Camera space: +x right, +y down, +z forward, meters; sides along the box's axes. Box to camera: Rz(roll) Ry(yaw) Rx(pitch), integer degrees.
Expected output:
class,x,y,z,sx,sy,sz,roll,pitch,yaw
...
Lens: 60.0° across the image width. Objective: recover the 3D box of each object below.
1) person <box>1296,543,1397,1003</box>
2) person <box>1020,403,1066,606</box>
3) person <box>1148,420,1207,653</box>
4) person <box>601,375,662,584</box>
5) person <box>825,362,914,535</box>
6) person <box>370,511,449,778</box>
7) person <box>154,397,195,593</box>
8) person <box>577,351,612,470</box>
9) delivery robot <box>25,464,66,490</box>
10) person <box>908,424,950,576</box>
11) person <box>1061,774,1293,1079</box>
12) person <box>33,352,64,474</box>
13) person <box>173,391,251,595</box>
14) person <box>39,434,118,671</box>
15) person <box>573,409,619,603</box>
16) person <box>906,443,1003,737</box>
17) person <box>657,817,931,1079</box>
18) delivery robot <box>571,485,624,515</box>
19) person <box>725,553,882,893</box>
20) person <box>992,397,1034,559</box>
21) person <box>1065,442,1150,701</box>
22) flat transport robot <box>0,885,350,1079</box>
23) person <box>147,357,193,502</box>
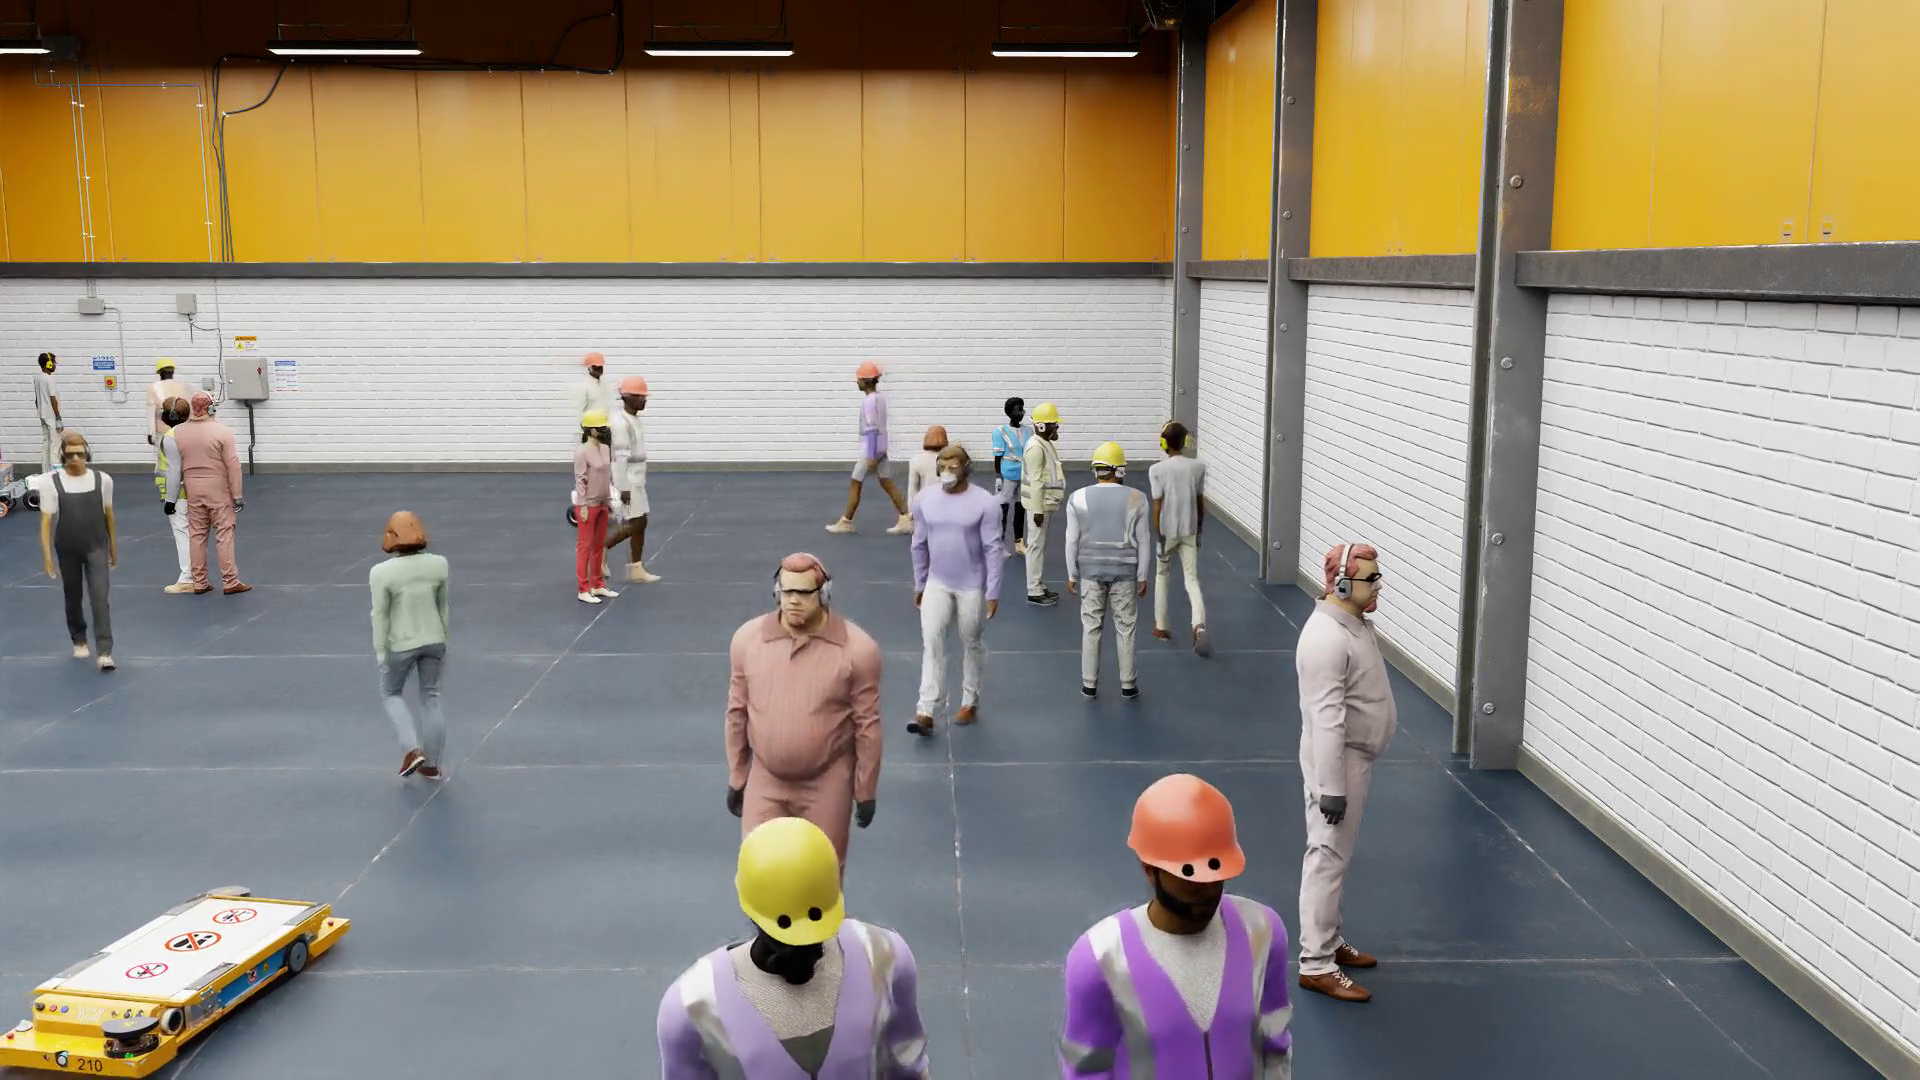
class,x,y,z,sx,sy,sz,roll,pitch,yaw
person,1.620,0.952,6.999,0.408,1.906,0.653,3,10,19
person,0.755,-0.329,15.078,0.404,1.834,0.591,2,9,10
person,1.762,-0.035,13.303,0.511,1.832,0.911,-1,9,-7
person,-3.209,-0.566,15.929,0.585,2.028,0.632,1,9,7
person,-1.002,-1.029,18.924,1.049,1.994,0.616,2,10,14
person,-3.253,0.631,9.865,0.500,1.622,0.343,-8,12,-40
person,-7.323,-0.426,15.644,0.428,1.846,0.626,-1,9,-4
person,-4.658,-1.428,21.343,0.443,1.981,0.645,4,10,23
delivery robot,-11.420,-0.717,21.080,0.707,0.478,0.477,-3,10,-16
person,-0.222,-0.256,15.297,0.523,1.621,0.582,0,9,1
person,0.500,1.447,3.920,0.574,1.923,0.587,-3,10,-17
person,-12.757,-1.695,23.347,0.521,1.870,0.328,7,11,35
person,-6.974,-0.434,15.497,0.642,1.909,0.409,1,9,6
person,-6.711,0.084,12.691,0.527,1.791,0.985,-6,11,-33
person,-3.327,-0.317,15.207,0.325,1.769,0.524,3,10,20
person,-0.060,0.336,10.788,0.656,1.896,0.957,3,10,17
person,-0.368,1.483,3.792,0.648,1.889,0.670,-4,10,-21
delivery robot,-4.205,-0.478,19.614,0.707,0.478,0.477,3,10,16
person,-0.648,0.985,6.814,0.667,1.895,0.426,1,9,9
person,0.572,-0.659,17.509,0.535,1.700,0.318,-7,11,-36
person,1.039,0.224,11.698,0.592,1.829,0.404,1,9,8
flat transport robot,-3.216,1.785,6.890,0.652,0.197,1.431,2,9,11
person,-10.294,-1.429,21.653,0.483,1.882,0.636,8,12,40
